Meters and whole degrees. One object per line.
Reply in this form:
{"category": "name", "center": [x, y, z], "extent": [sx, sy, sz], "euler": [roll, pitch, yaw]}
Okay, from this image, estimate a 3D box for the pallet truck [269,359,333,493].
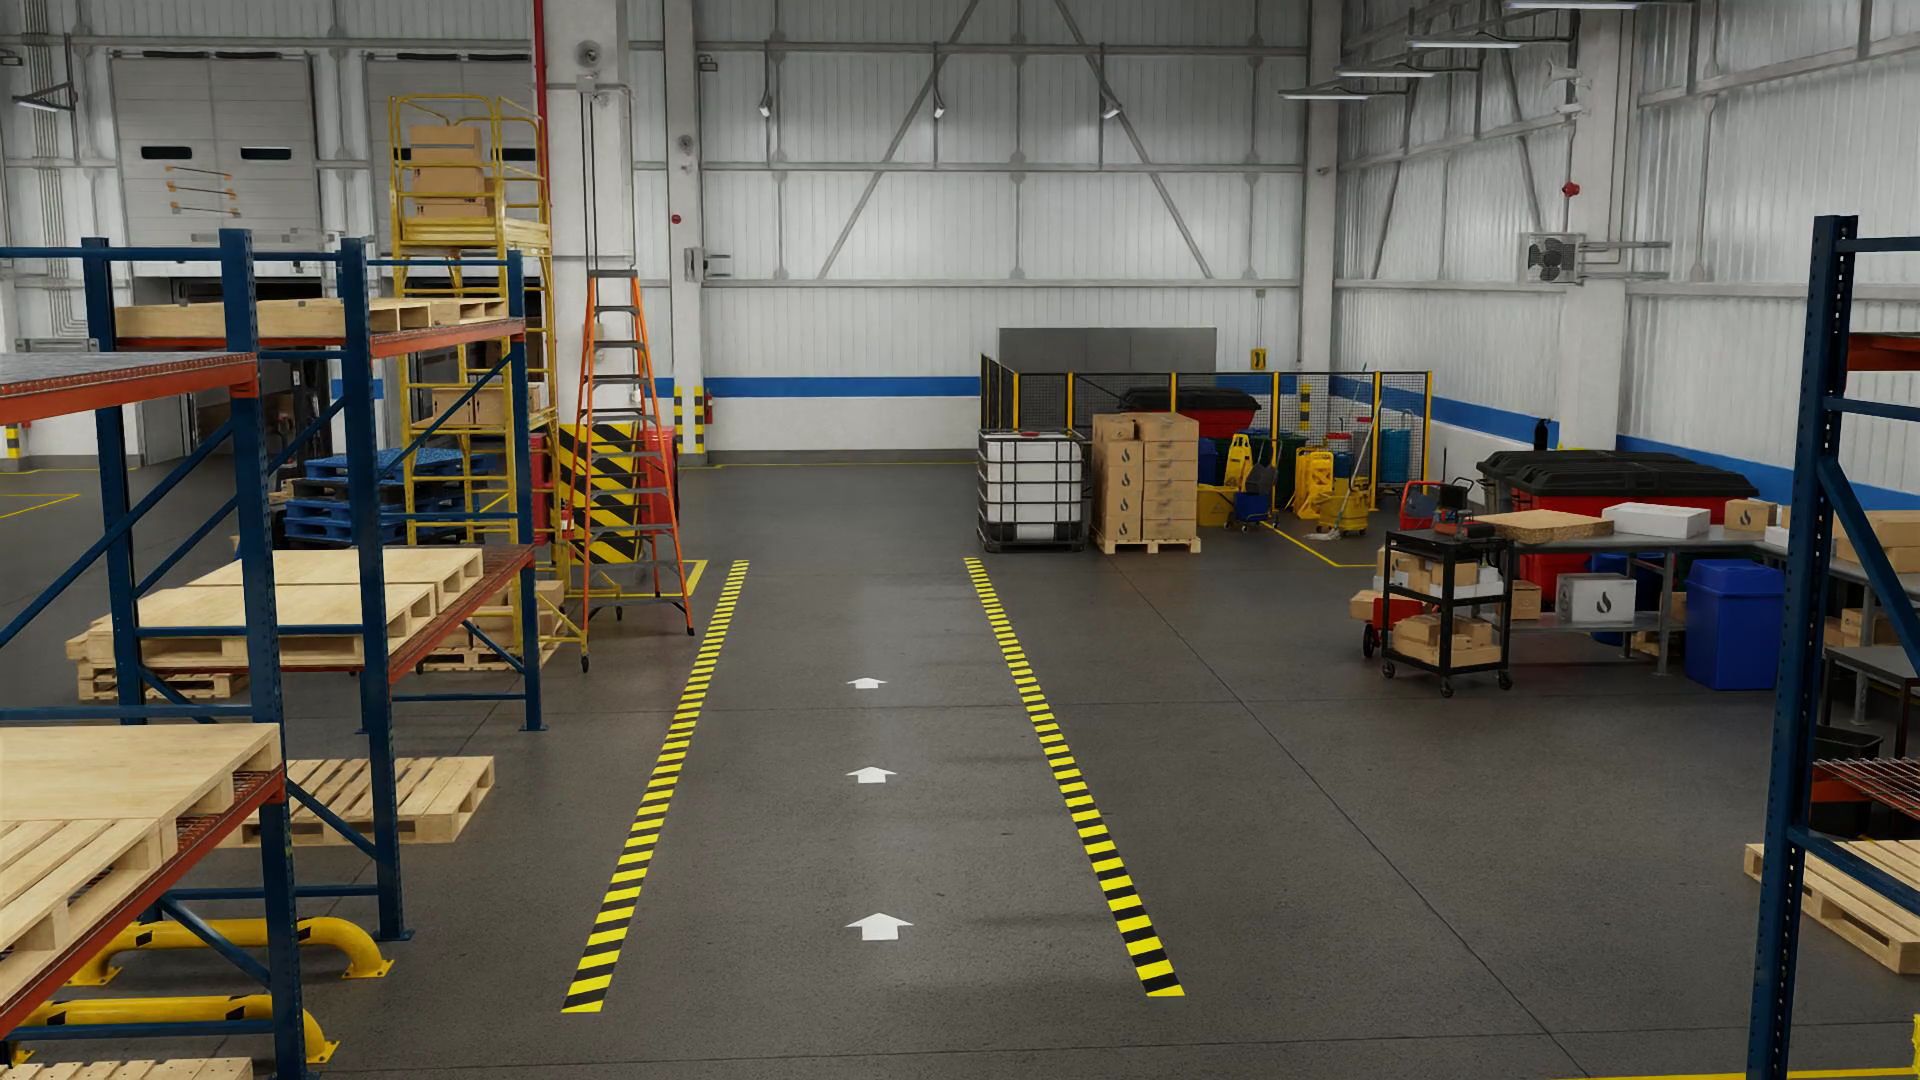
{"category": "pallet truck", "center": [-7.062, -1.131, 18.996], "extent": [1.885, 1.965, 0.823], "euler": [2, 9, 13]}
